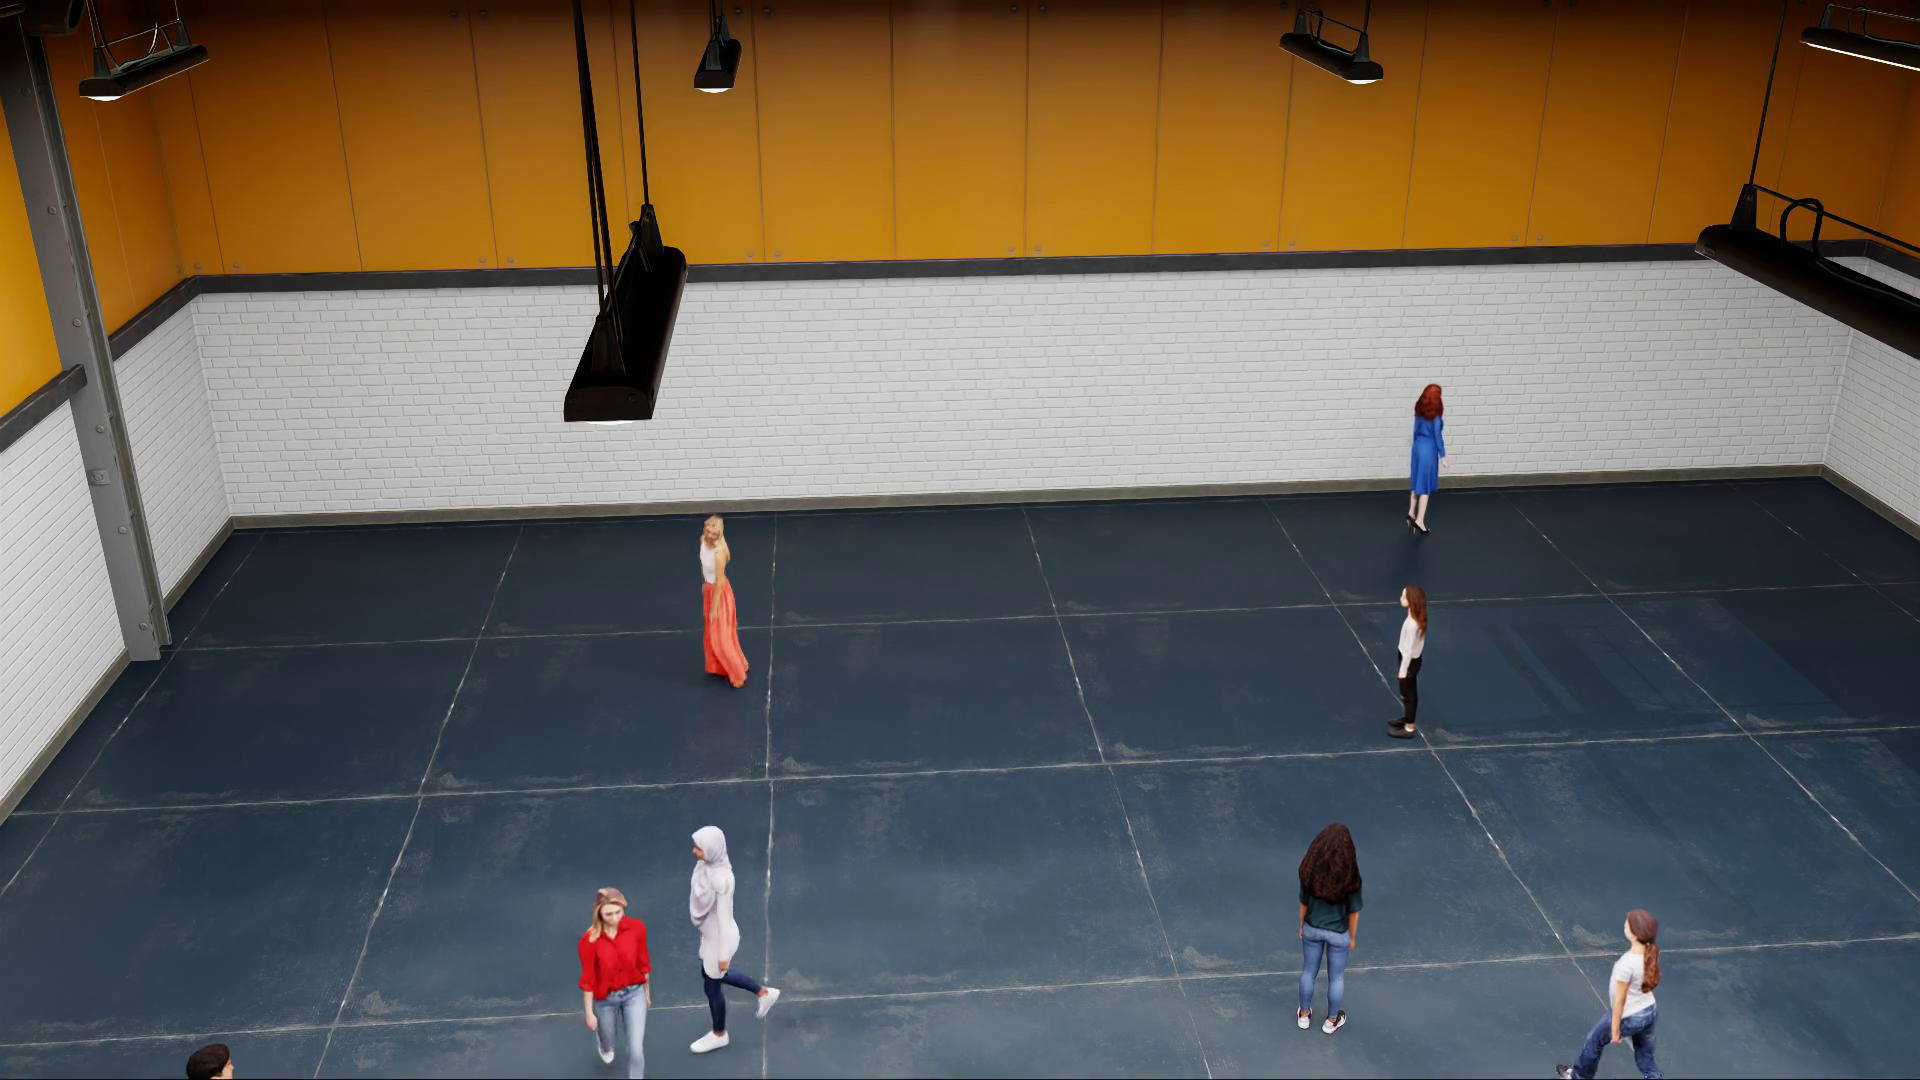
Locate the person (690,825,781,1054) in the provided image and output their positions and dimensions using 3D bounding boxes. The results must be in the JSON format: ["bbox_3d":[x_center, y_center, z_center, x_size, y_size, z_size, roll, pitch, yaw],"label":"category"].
[{"bbox_3d":[-1.536,2.650,11.153,0.818,1.758,0.892,-8,25,-18],"label":"person"}]

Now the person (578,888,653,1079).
[{"bbox_3d":[-2.210,2.909,10.655,0.881,1.683,1.116,-12,26,-26],"label":"person"}]

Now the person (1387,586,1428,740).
[{"bbox_3d":[4.087,1.094,15.060,0.663,1.480,0.541,8,25,18],"label":"person"}]

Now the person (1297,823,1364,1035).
[{"bbox_3d":[2.503,2.645,11.341,0.705,1.617,0.738,10,26,22],"label":"person"}]

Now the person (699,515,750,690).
[{"bbox_3d":[-2.329,0.535,15.960,0.889,1.783,0.700,-3,24,-7],"label":"person"}]

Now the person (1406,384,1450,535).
[{"bbox_3d":[5.363,-0.924,19.245,0.735,1.826,0.586,-8,25,-17],"label":"person"}]

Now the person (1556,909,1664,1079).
[{"bbox_3d":[4.315,3.048,10.531,0.830,1.529,1.136,-12,26,-25],"label":"person"}]
